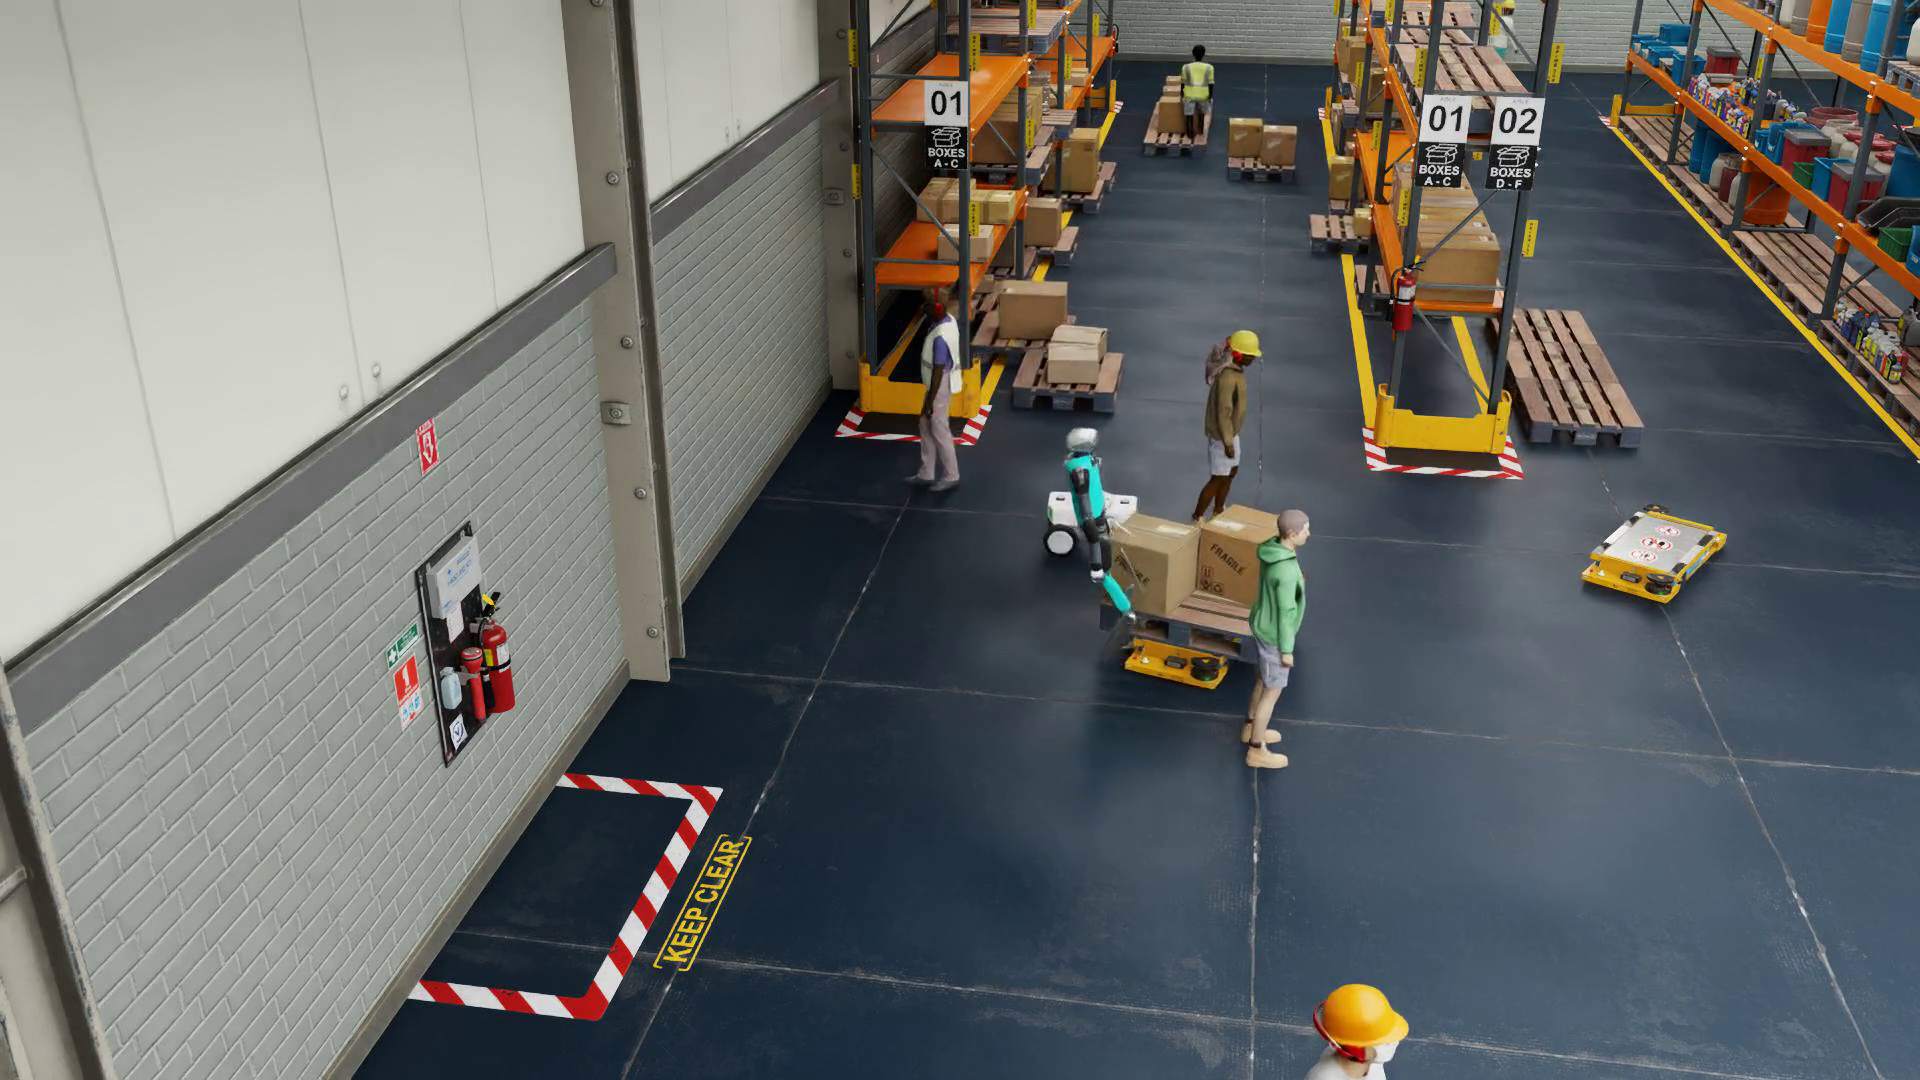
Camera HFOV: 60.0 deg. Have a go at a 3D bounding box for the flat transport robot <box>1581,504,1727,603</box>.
[{"bbox_3d":[5.507,0.098,13.149,0.659,0.231,1.431,19,31,35],"label":"flat transport robot"}]

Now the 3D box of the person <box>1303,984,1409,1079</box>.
[{"bbox_3d":[1.404,2.443,6.209,0.352,1.898,0.562,16,29,30],"label":"person"}]

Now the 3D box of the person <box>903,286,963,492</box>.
[{"bbox_3d":[-0.237,-1.288,14.272,0.521,1.827,0.609,0,25,0],"label":"person"}]

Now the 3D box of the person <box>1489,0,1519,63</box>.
[{"bbox_3d":[10.430,-9.427,31.807,0.808,1.734,0.545,-4,25,-9],"label":"person"}]

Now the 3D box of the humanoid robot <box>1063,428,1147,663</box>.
[{"bbox_3d":[1.160,0.084,11.518,0.948,1.793,0.538,-1,25,-2],"label":"humanoid robot"}]

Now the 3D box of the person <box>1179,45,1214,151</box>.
[{"bbox_3d":[3.871,-7.272,27.276,0.561,1.656,0.847,3,25,6],"label":"person"}]

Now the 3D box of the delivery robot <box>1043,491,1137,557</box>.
[{"bbox_3d":[1.043,-0.176,13.395,0.778,0.594,0.499,3,25,7],"label":"delivery robot"}]

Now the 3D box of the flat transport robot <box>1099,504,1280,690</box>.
[{"bbox_3d":[1.754,0.629,12.011,0.659,0.231,1.431,12,28,24],"label":"flat transport robot"}]

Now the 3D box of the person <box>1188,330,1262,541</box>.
[{"bbox_3d":[2.129,-0.853,13.440,0.494,1.739,0.670,8,26,17],"label":"person"}]

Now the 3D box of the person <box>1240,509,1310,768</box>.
[{"bbox_3d":[1.954,0.607,10.330,0.322,1.729,0.483,0,25,0],"label":"person"}]
